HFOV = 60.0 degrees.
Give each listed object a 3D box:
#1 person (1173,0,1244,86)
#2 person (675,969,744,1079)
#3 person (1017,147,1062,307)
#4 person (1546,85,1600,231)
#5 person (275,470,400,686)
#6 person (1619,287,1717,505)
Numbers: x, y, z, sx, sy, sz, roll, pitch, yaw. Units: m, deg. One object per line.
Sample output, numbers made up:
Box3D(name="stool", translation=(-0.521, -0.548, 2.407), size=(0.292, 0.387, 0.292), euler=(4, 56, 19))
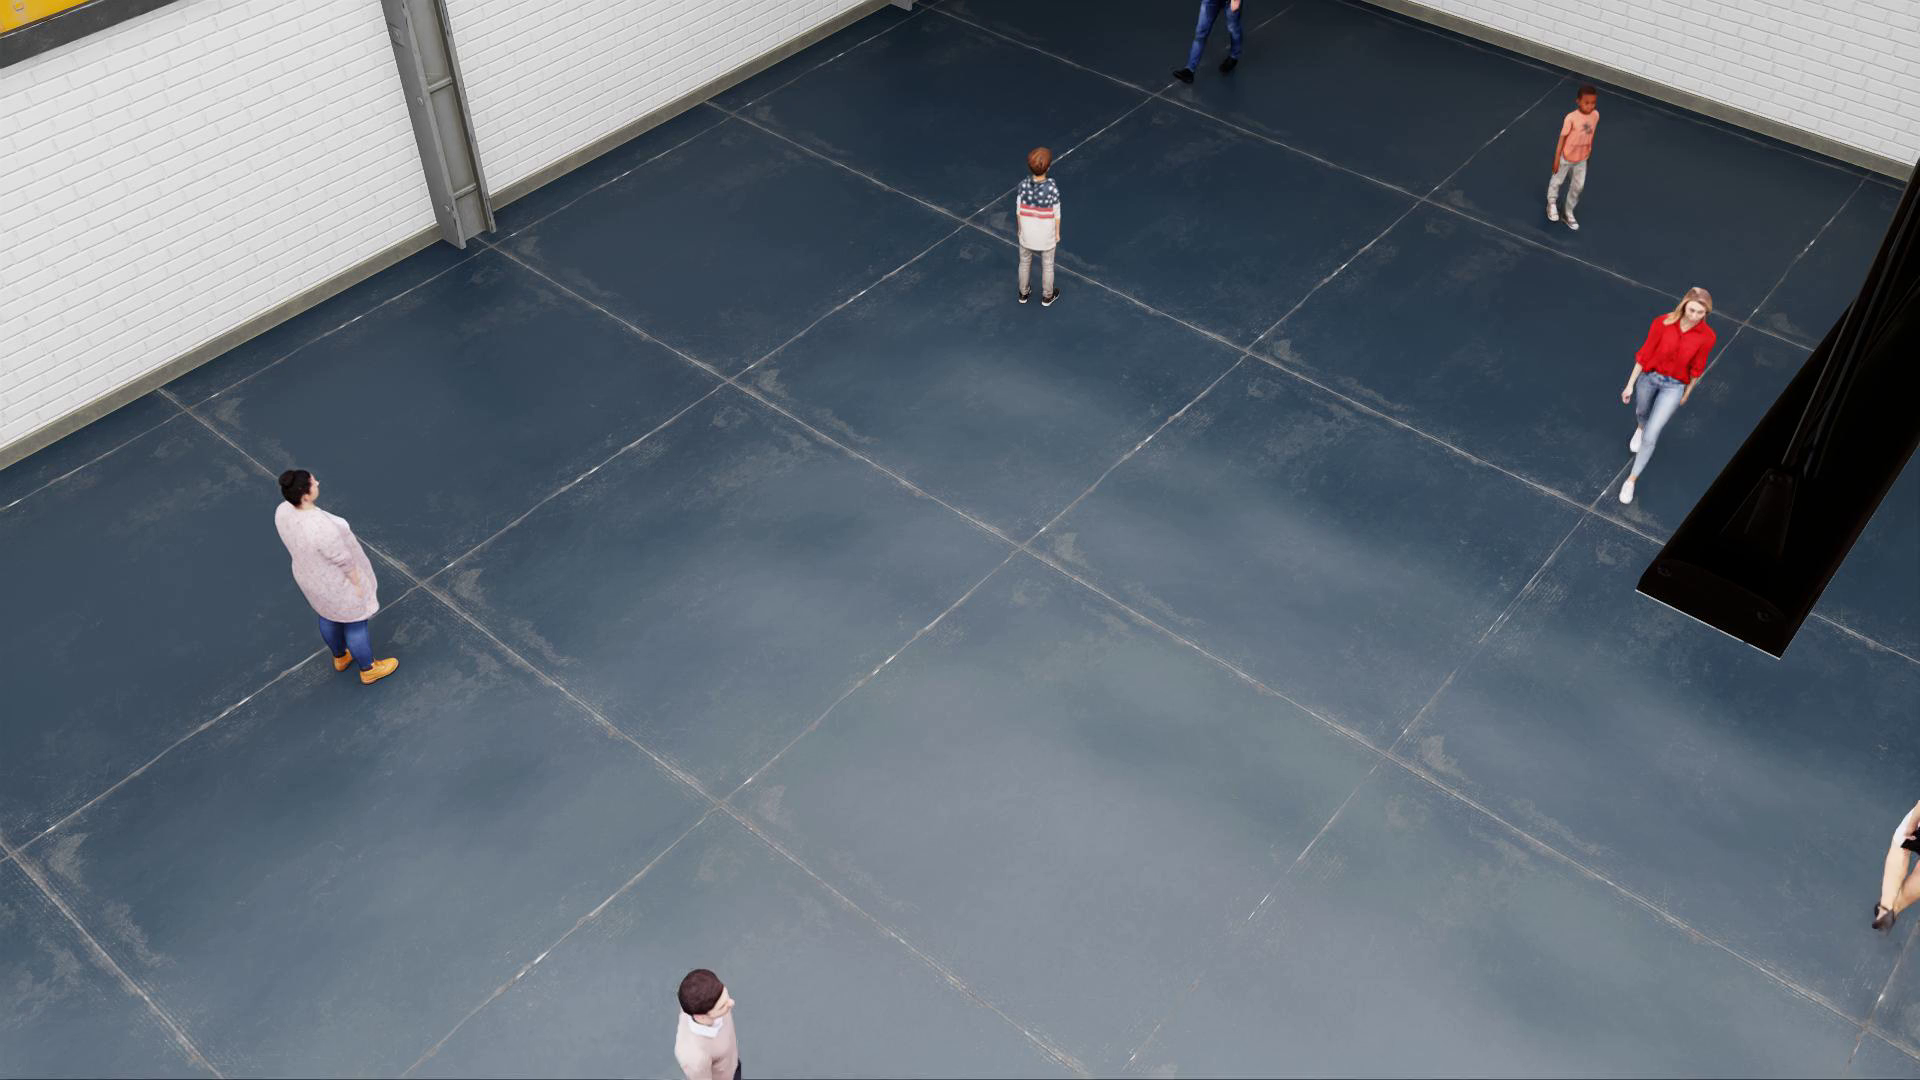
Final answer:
Box3D(name="person", translation=(2.677, -5.402, 16.341), size=(0.711, 1.834, 1.163), euler=(33, 53, 30))
Box3D(name="person", translation=(-1.235, 2.577, 7.996), size=(1.010, 1.793, 0.975), euler=(0, 44, 0))
Box3D(name="person", translation=(0.644, -2.575, 13.660), size=(0.585, 1.439, 0.599), euler=(11, 45, 12))
Box3D(name="person", translation=(5.377, -3.436, 14.665), size=(0.710, 1.301, 0.771), euler=(-3, 44, -3))
Box3D(name="person", translation=(-3.989, 0.218, 10.508), size=(0.714, 1.743, 0.663), euler=(23, 48, 23))
Box3D(name="person", translation=(5.066, -1.160, 12.008), size=(0.758, 1.669, 1.162), euler=(21, 47, 21))
